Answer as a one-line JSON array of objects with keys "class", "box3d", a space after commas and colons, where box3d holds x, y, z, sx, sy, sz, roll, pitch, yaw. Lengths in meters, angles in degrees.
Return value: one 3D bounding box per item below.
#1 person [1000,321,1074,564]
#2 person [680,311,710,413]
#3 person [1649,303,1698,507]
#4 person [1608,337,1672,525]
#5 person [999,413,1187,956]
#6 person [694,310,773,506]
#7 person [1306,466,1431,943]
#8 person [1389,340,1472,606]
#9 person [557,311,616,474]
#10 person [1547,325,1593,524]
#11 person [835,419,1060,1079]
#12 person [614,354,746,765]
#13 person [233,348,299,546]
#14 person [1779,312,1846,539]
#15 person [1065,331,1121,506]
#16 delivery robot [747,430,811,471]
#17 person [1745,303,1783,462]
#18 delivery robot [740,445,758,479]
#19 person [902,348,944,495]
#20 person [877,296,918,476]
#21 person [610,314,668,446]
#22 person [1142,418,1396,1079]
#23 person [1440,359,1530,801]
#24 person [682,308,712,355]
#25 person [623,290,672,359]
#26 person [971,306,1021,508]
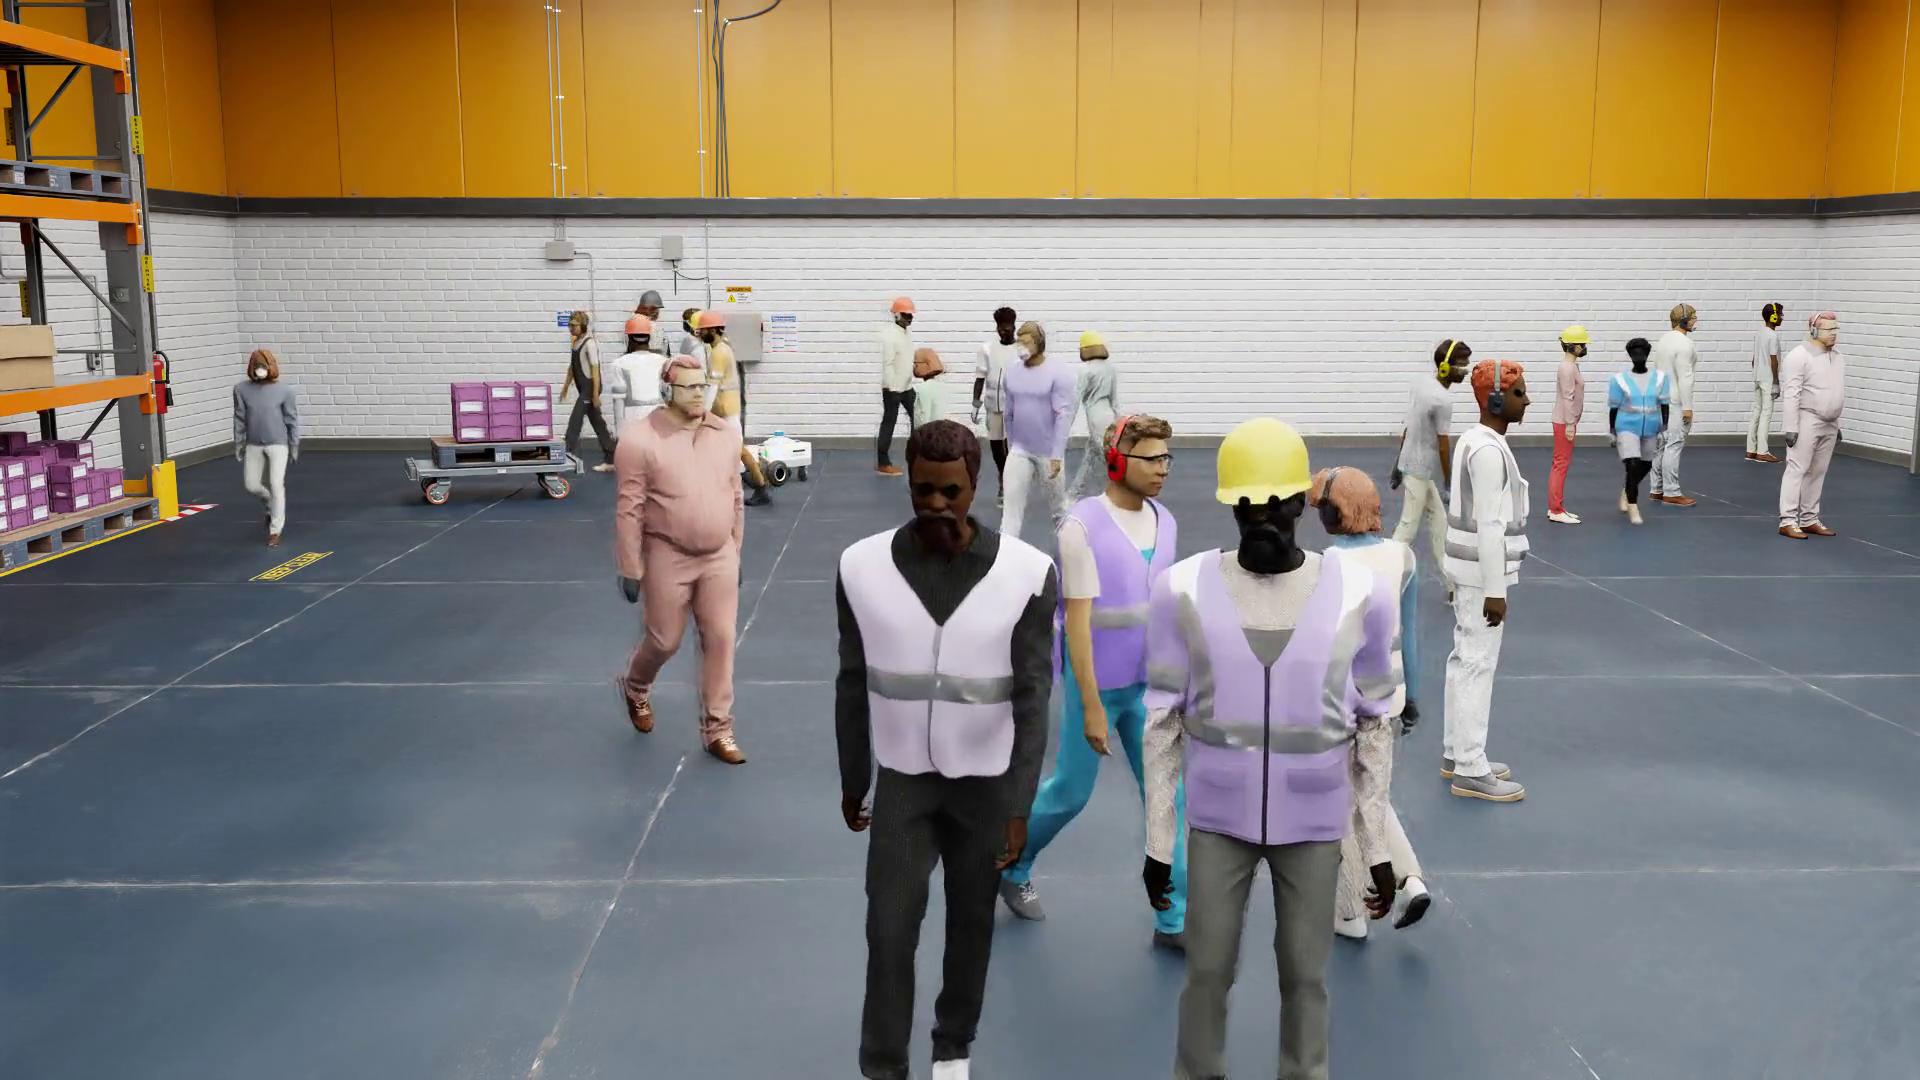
[{"class": "person", "box3d": [0.521, -0.621, 11.989, 0.648, 1.883, 1.018, 7, 12, 37]}, {"class": "person", "box3d": [-2.893, -1.632, 18.437, 0.431, 1.810, 0.604, -4, 10, -21]}, {"class": "person", "box3d": [6.864, -1.295, 15.963, 0.372, 1.940, 0.627, 0, 9, -1]}, {"class": "person", "box3d": [6.087, -1.001, 14.989, 0.538, 1.668, 0.767, 1, 9, 4]}, {"class": "person", "box3d": [0.469, 0.469, 5.565, 0.571, 1.812, 0.903, -9, 13, -43]}, {"class": "person", "box3d": [-2.251, -1.240, 15.834, 0.989, 1.890, 0.551, -2, 9, -11]}, {"class": "person", "box3d": [1.311, 0.562, 5.519, 0.530, 1.619, 0.396, -5, 11, -30]}, {"class": "person", "box3d": [3.129, -0.424, 11.037, 0.834, 1.803, 0.572, 1, 9, 8]}, {"class": "person", "box3d": [-4.235, -1.614, 18.344, 0.984, 1.787, 0.530, -4, 10, -23]}, {"class": "person", "box3d": [5.459, -1.036, 14.905, 0.315, 1.769, 0.525, 3, 10, 18]}, {"class": "person", "box3d": [-0.049, 0.643, 4.231, 0.593, 1.884, 0.817, 1, 9, 4]}, {"class": "person", "box3d": [-1.311, 0.069, 7.785, 0.650, 1.882, 0.820, -7, 11, -35]}, {"class": "person", "box3d": [-5.704, -0.774, 13.722, 0.522, 1.617, 0.479, -1, 9, -5]}, {"class": "person", "box3d": [7.219, -0.963, 14.028, 0.654, 1.906, 0.406, -5, 10, -27]}, {"class": "person", "box3d": [1.256, -1.100, 15.531, 0.931, 1.673, 0.505, 7, 12, 36]}, {"class": "delivery robot", "box3d": [-1.904, -0.915, 17.576, 0.477, 0.478, 0.707, 8, 12, 40]}, {"class": "person", "box3d": [9.512, -1.851, 19.585, 0.328, 1.872, 0.512, 0, 9, -2]}, {"class": "delivery robot", "box3d": [-2.412, -0.829, 17.053, 0.477, 0.478, 0.707, 8, 12, 40]}, {"class": "person", "box3d": [-0.293, -0.765, 13.672, 0.338, 1.619, 0.536, 2, 10, 15]}, {"class": "person", "box3d": [-0.554, -1.660, 18.115, 0.862, 1.958, 0.662, 4, 10, 25]}, {"class": "person", "box3d": [-2.709, -0.992, 14.270, 0.559, 1.893, 0.965, -4, 10, -23]}, {"class": "person", "box3d": [0.743, 0.666, 4.016, 0.629, 1.915, 0.401, 2, 9, 12]}, {"class": "person", "box3d": [2.272, 0.166, 7.179, 0.356, 1.883, 0.572, 1, 9, 9]}, {"class": "person", "box3d": [-2.972, -1.755, 19.117, 0.486, 1.828, 0.646, 2, 9, 10]}, {"class": "person", "box3d": [-3.579, -1.929, 19.542, 0.688, 2.000, 0.702, 8, 12, 41]}, {"class": "person", "box3d": [0.451, -1.298, 16.105, 0.611, 1.921, 0.883, 4, 10, 24]}]
